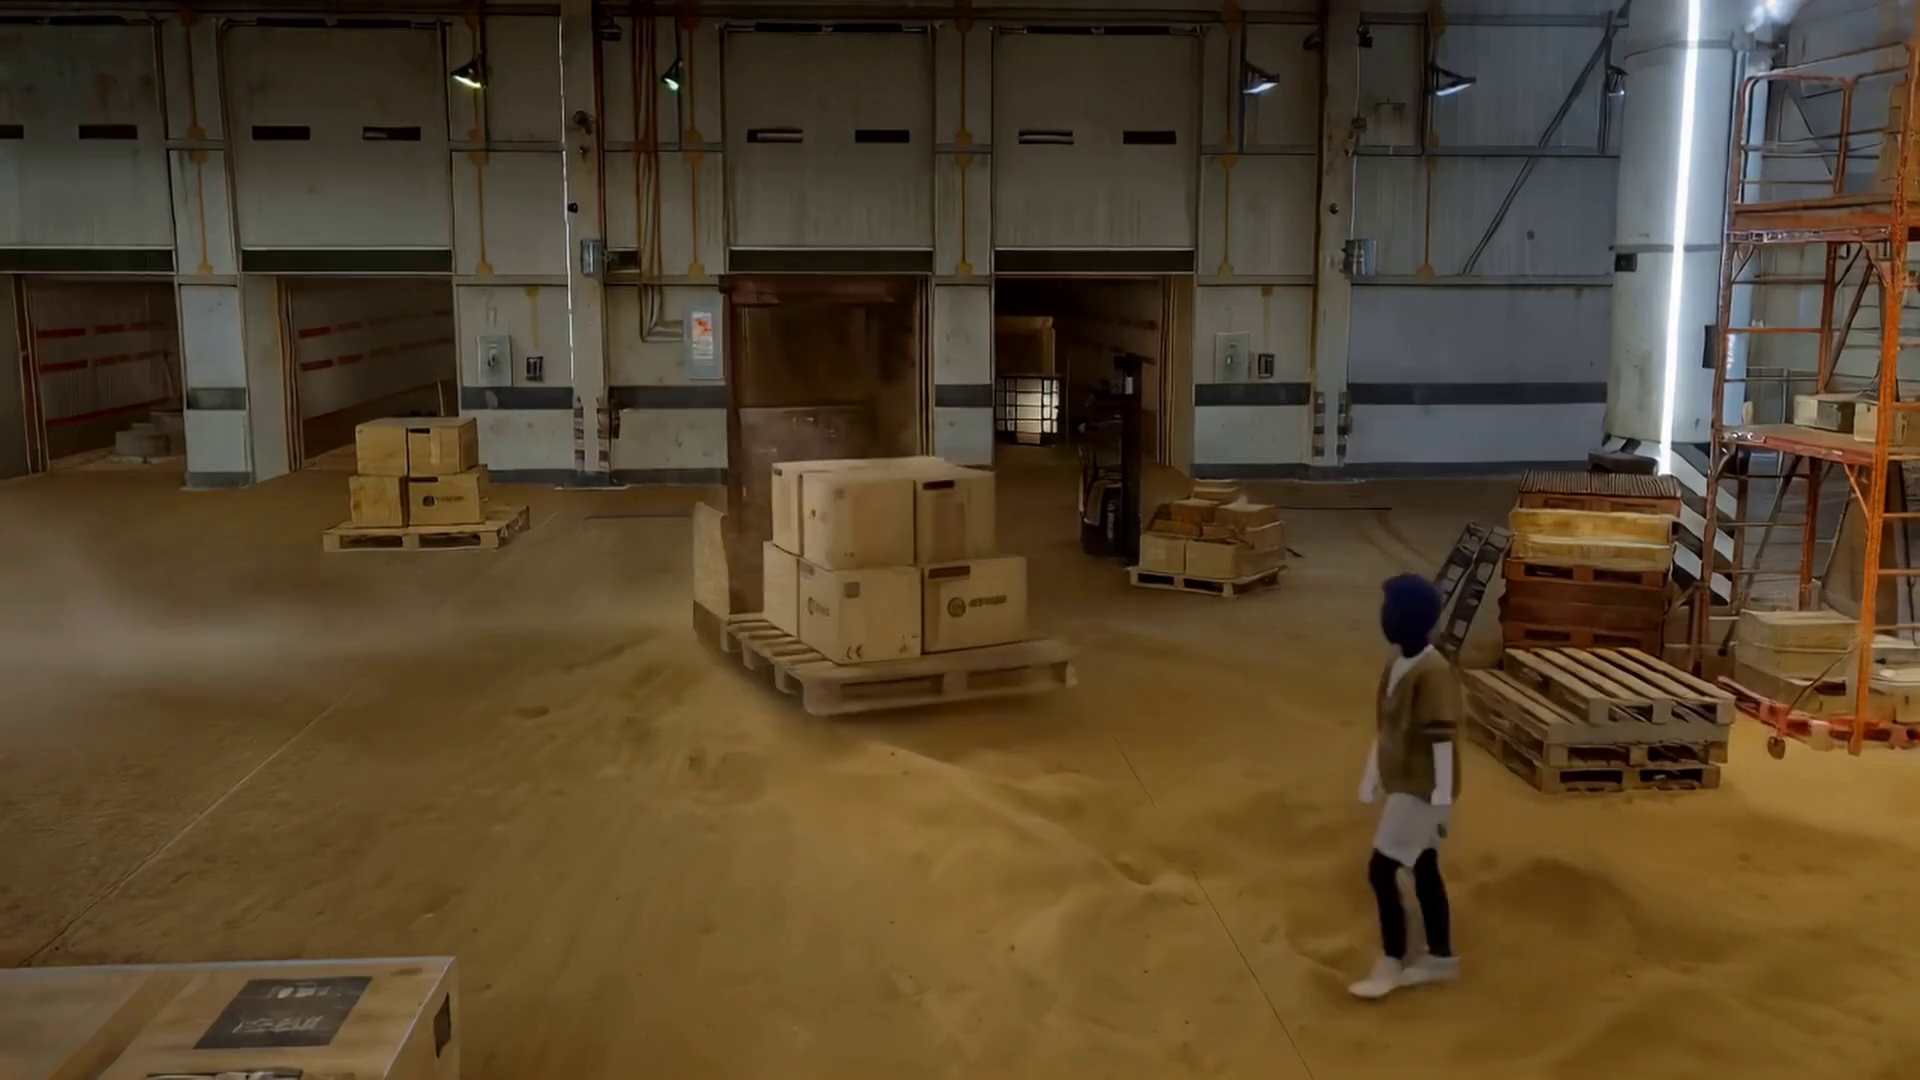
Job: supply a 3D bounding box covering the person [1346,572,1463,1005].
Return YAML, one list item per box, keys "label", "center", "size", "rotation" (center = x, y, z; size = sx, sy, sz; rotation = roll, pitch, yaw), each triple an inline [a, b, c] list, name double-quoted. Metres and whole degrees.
- label: "person"
  center: [1.692, 0.961, 6.455]
  size: [0.601, 1.672, 0.554]
  rotation: [0, 9, -1]

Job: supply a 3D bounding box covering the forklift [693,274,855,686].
- label: "forklift"
  center: [-1.241, -0.536, 12.112]
  size: [1.129, 2.768, 1.873]
  rotation: [-4, 10, -23]

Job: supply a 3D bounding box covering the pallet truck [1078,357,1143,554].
- label: "pallet truck"
  center: [2.088, -0.836, 16.757]
  size: [1.885, 1.965, 0.823]
  rotation: [2, 9, 13]
